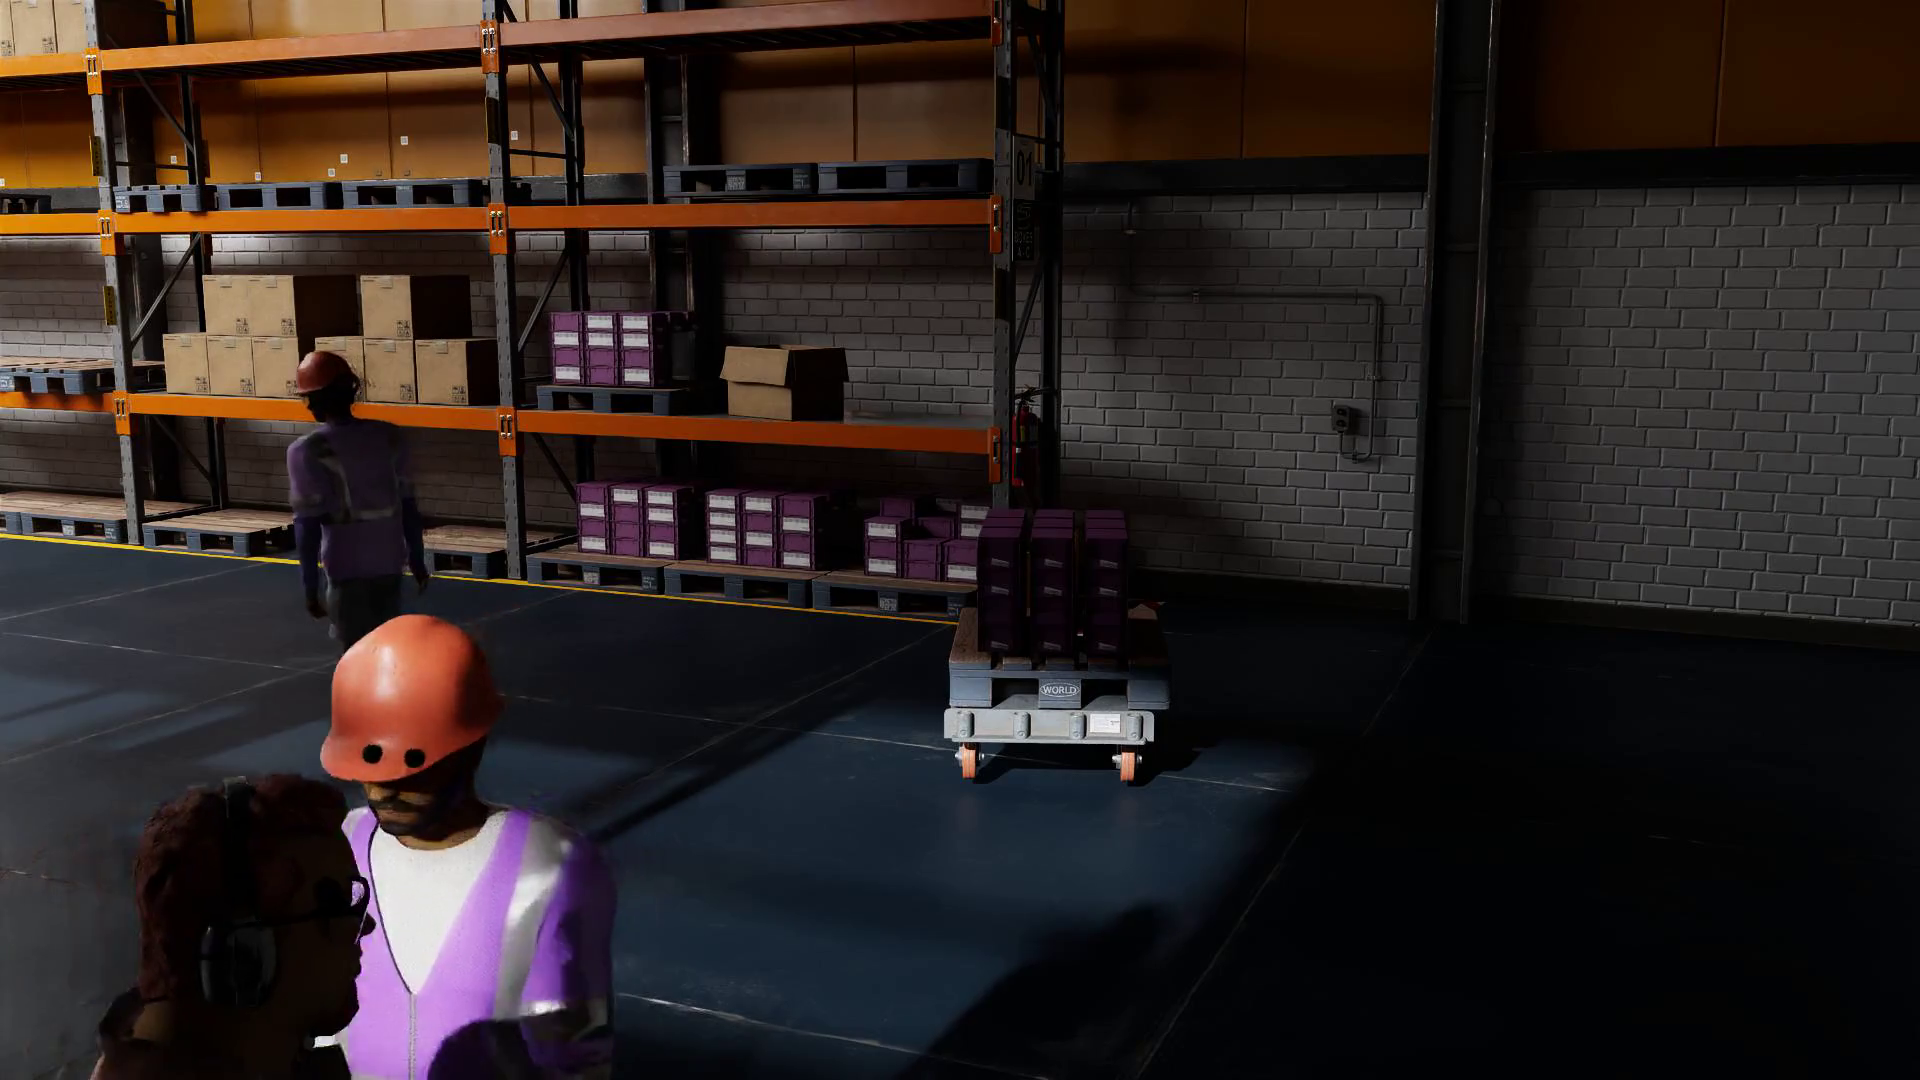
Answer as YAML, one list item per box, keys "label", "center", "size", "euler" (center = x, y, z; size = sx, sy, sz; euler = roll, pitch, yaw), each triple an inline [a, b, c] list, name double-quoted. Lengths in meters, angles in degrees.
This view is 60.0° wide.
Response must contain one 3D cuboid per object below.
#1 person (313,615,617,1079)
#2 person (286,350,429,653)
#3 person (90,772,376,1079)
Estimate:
- label: "person"
  center: [-0.810, 1.055, 2.559]
  size: [0.552, 1.896, 0.865]
  euler: [1, 10, 9]
- label: "person"
  center: [-2.875, 0.109, 7.908]
  size: [0.517, 2.013, 0.640]
  euler: [7, 12, 35]
- label: "person"
  center: [-0.817, 1.185, 1.849]
  size: [0.779, 1.882, 0.655]
  euler: [-3, 10, -19]
